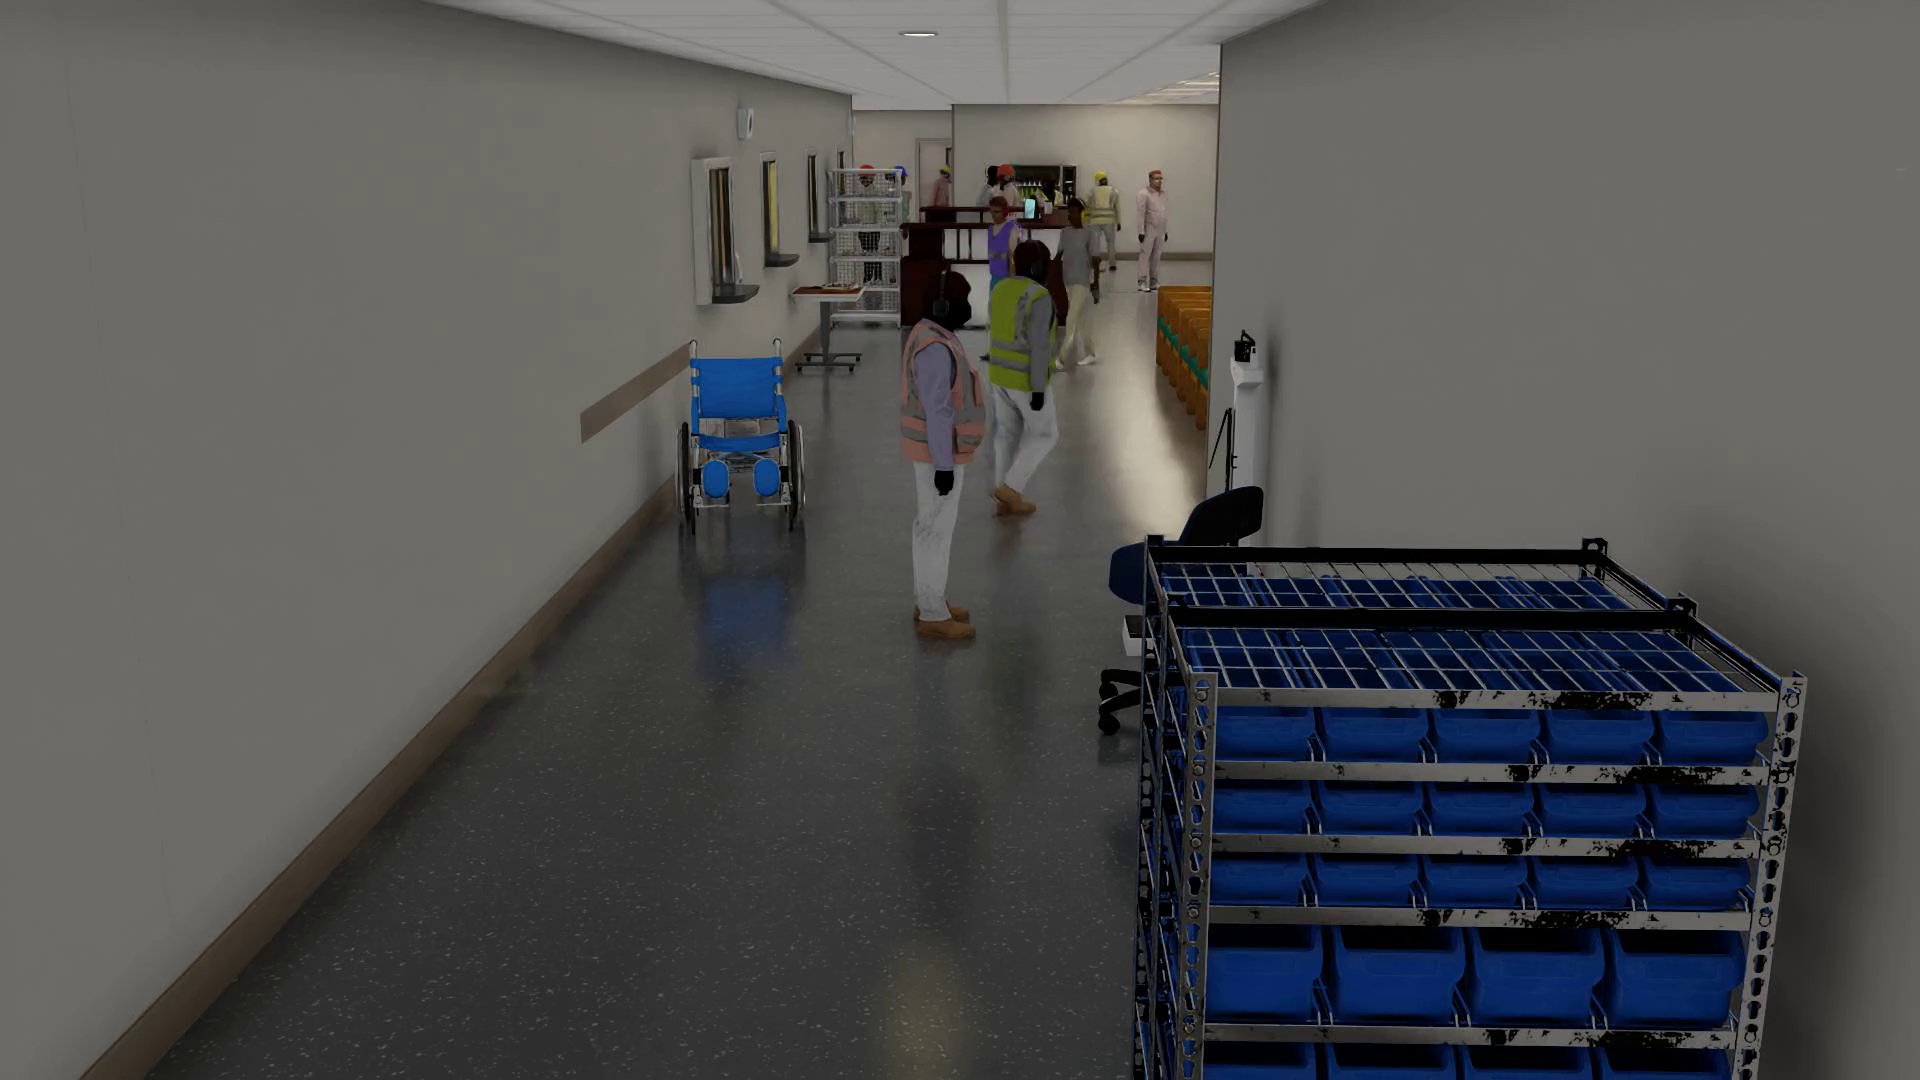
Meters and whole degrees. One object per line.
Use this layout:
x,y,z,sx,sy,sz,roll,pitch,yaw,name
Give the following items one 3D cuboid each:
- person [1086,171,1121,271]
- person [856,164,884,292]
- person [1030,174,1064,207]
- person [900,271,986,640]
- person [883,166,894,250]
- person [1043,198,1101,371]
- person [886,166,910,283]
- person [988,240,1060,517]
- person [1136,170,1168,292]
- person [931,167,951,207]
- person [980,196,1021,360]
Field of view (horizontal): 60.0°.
2.613,-5.811,30.336,0.661,1.790,0.514,2,14,6,person
-1.441,-4.908,26.239,0.387,1.992,0.626,-9,16,-32,person
1.425,-4.973,26.853,0.633,1.836,0.429,-7,15,-26,person
-0.085,-0.430,8.385,0.429,1.841,0.634,-1,14,-3,person
-1.486,-7.073,35.497,0.328,1.767,0.531,7,15,26,person
1.203,-2.726,17.769,0.960,1.813,0.517,-12,18,-40,person
-1.003,-5.112,27.158,0.380,1.951,0.603,-6,15,-24,person
0.405,-1.036,10.871,0.446,1.828,0.645,-9,17,-34,person
3.084,-4.912,26.440,0.652,1.906,0.402,-12,18,-40,person
-0.458,-7.477,37.234,0.327,1.722,0.653,10,17,34,person
0.537,-2.916,18.526,0.608,1.814,0.578,-8,16,-29,person
